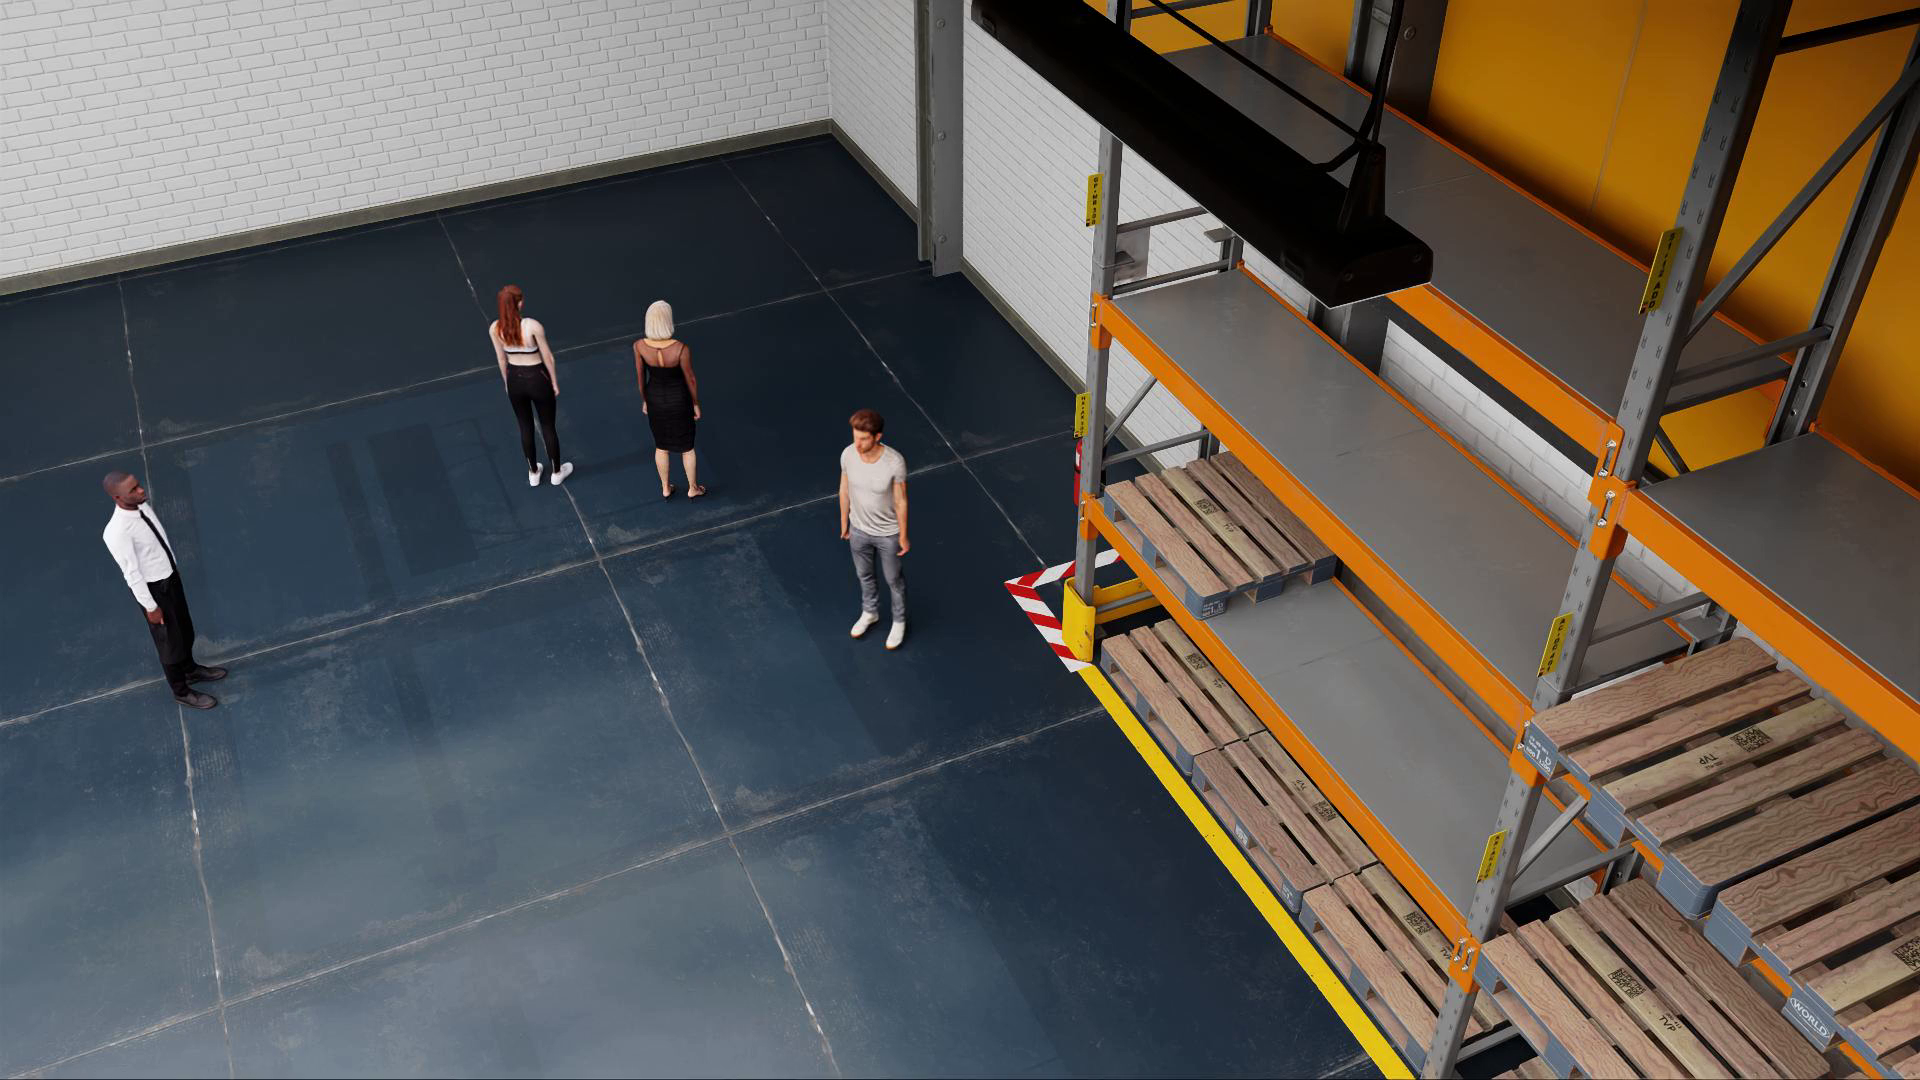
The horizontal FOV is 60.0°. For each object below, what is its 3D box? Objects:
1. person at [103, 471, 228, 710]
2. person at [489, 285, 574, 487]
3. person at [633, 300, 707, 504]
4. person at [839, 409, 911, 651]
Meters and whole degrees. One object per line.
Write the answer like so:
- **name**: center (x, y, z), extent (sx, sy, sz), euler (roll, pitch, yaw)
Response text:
- **person**: center (-5.225, 0.304, 10.813), extent (0.764, 1.836, 0.592), euler (-4, 39, -5)
- **person**: center (-3.302, -1.176, 12.744), extent (0.667, 1.740, 0.674), euler (3, 39, 3)
- **person**: center (-2.194, -1.023, 12.546), extent (0.675, 1.747, 0.680), euler (4, 39, 5)
- **person**: center (-0.561, -0.101, 11.277), extent (0.737, 1.889, 0.804), euler (14, 41, 17)
